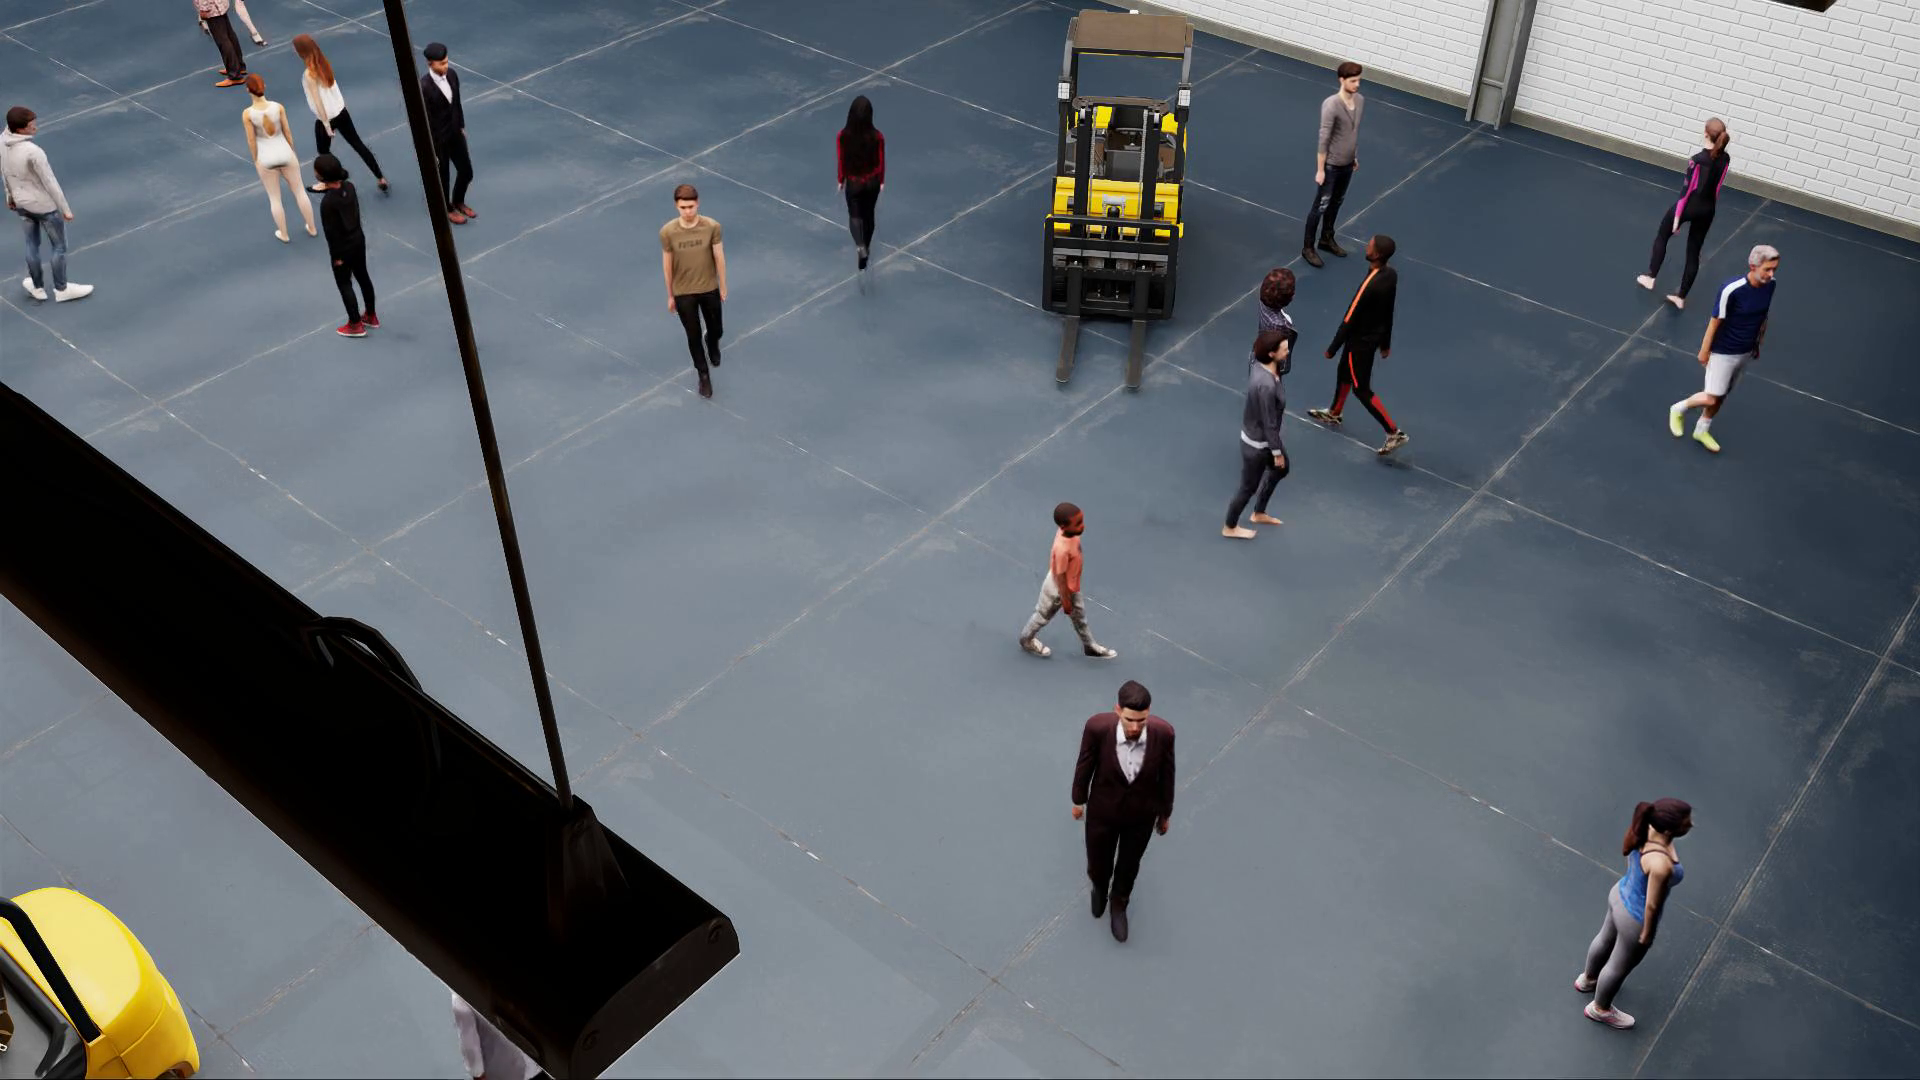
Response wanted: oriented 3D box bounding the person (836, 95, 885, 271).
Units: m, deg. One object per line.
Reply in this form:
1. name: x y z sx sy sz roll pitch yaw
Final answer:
1. person: -0.891 -3.202 15.140 0.892 1.640 0.953 -3 39 -4

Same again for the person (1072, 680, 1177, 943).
1. person: 0.887 1.416 9.184 0.849 1.857 0.917 0 39 0

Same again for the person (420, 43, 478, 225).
1. person: -4.961 -3.858 15.793 0.722 1.850 0.776 25 45 28

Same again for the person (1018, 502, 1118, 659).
1. person: 0.617 0.284 11.064 0.967 1.279 0.700 14 41 17

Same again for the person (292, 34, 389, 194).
1. person: -6.058 -4.122 16.265 1.153 1.673 0.929 14 41 17

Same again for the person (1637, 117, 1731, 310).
1. person: 6.478 -2.818 14.591 0.840 1.724 0.900 -2 39 -3

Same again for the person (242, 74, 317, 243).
1. person: -6.427 -3.586 15.618 0.590 1.643 0.555 -22 44 -26

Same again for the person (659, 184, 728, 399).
1. person: -2.157 -2.072 13.565 0.930 1.838 1.011 -7 39 -9

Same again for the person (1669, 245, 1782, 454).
1. person: 5.923 -1.535 12.905 0.792 1.824 0.847 -15 41 -18

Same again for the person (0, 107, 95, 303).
1. person: -8.230 -2.948 14.678 0.720 1.819 1.006 7 39 8

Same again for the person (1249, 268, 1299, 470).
1. person: 2.340 -1.309 12.721 0.755 1.700 0.692 -4 39 -5

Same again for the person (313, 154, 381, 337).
1. person: -5.220 -2.539 14.282 0.697 1.675 0.689 13 40 16

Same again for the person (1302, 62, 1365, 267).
1. person: 3.440 -3.474 15.269 0.728 1.904 0.641 -27 46 -30

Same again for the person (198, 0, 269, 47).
1. person: -8.693 -6.603 19.334 1.256 1.720 0.936 11 40 14

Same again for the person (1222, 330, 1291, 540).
1. person: 2.071 -0.725 11.948 0.833 1.752 0.774 6 39 7

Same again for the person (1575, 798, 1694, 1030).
1. person: 3.547 1.931 8.737 0.696 1.610 0.658 3 39 4

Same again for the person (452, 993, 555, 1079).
1. person: -2.190 2.410 7.993 0.773 1.789 1.087 -27 46 -30

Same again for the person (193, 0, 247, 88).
1. person: -8.309 -5.974 18.477 0.825 1.807 0.756 -5 39 -6

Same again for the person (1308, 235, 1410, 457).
1. person: 3.204 -1.483 12.877 1.150 1.777 0.640 26 45 29
